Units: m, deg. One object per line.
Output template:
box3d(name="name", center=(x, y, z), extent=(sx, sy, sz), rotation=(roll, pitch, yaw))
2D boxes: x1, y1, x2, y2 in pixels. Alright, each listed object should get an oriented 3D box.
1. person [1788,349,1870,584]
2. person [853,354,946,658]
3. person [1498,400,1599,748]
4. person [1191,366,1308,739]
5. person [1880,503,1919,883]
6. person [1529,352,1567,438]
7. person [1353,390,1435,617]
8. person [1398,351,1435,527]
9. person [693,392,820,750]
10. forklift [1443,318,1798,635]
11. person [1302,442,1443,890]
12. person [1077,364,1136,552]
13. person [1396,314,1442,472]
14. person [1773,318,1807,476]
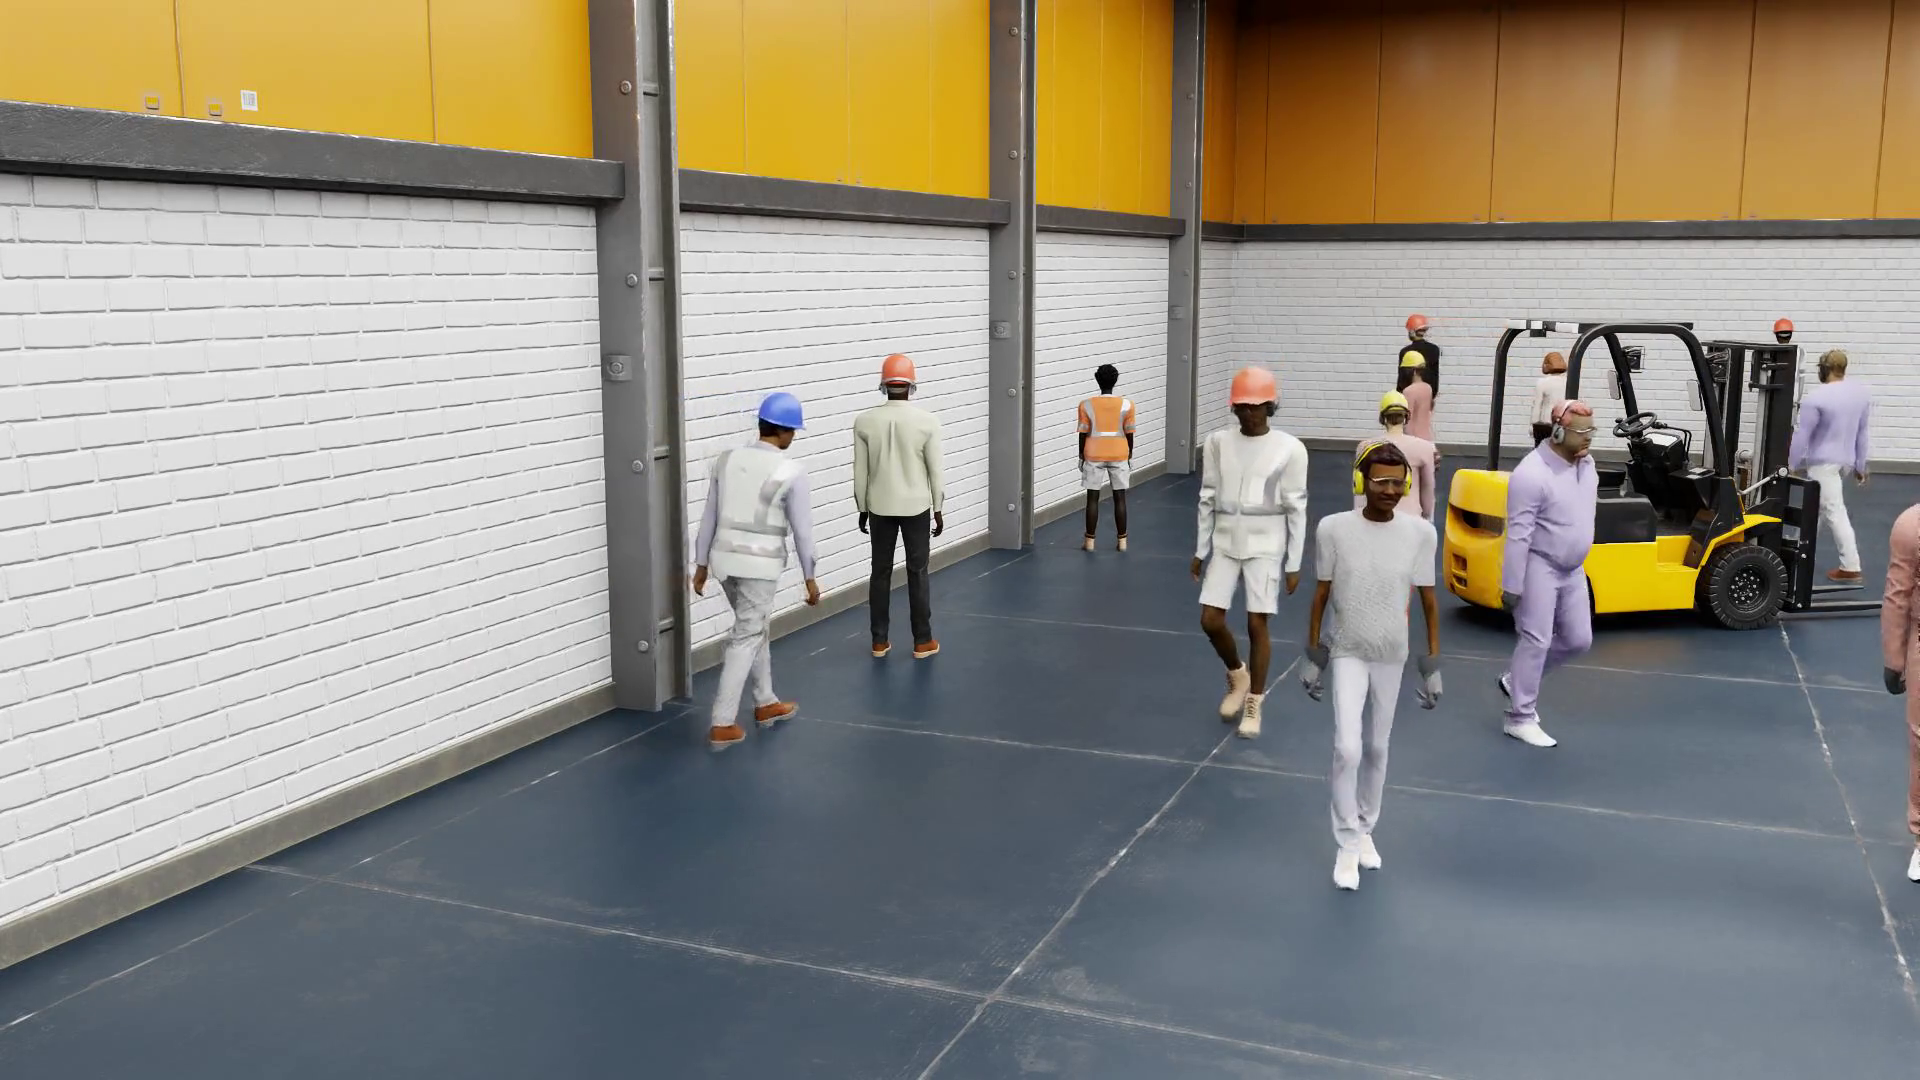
box3d(name="person", center=(7.098, -0.621, 13.680), extent=(0.651, 1.884, 1.012), rotation=(-4, 10, -23))
box3d(name="person", center=(-0.393, -0.216, 10.885), extent=(0.612, 1.997, 0.375), rotation=(2, 10, 10))
box3d(name="person", center=(3.128, 0.173, 8.898), extent=(0.669, 1.875, 0.535), rotation=(-7, 11, -35))
box3d(name="person", center=(1.572, 0.060, 9.101), extent=(0.645, 2.025, 0.408), rotation=(5, 11, 30))
box3d(name="person", center=(4.228, 0.481, 6.996), extent=(0.656, 1.886, 0.600), rotation=(6, 11, 31))
box3d(name="person", center=(6.476, -1.243, 18.231), extent=(0.516, 1.632, 0.305), rotation=(-2, 9, -9))
box3d(name="person", center=(2.926, -0.138, 11.242), extent=(0.529, 1.726, 0.798), rotation=(2, 10, 14))
box3d(name="person", center=(4.323, -0.966, 16.218), extent=(0.540, 1.743, 0.775), rotation=(-9, 13, -43))
box3d(name="person", center=(-1.080, 0.154, 8.992), extent=(0.626, 1.878, 0.873), rotation=(6, 11, 33))
box3d(name="forklift", center=(4.706, -0.497, 11.990), extent=(2.313, 2.155, 1.214), rotation=(-2, 10, -10))
box3d(name="person", center=(1.722, 0.517, 6.903), extent=(0.550, 1.841, 0.714), rotation=(0, 9, 3))
box3d(name="person", center=(1.315, -0.732, 14.946), extent=(0.531, 1.690, 0.322), rotation=(0, 9, 0))
box3d(name="person", center=(5.527, -1.728, 20.073), extent=(0.634, 1.982, 0.539), rotation=(-5, 11, -28))
box3d(name="person", center=(9.944, -1.716, 20.174), extent=(0.542, 1.931, 0.375), rotation=(-1, 9, -4))
